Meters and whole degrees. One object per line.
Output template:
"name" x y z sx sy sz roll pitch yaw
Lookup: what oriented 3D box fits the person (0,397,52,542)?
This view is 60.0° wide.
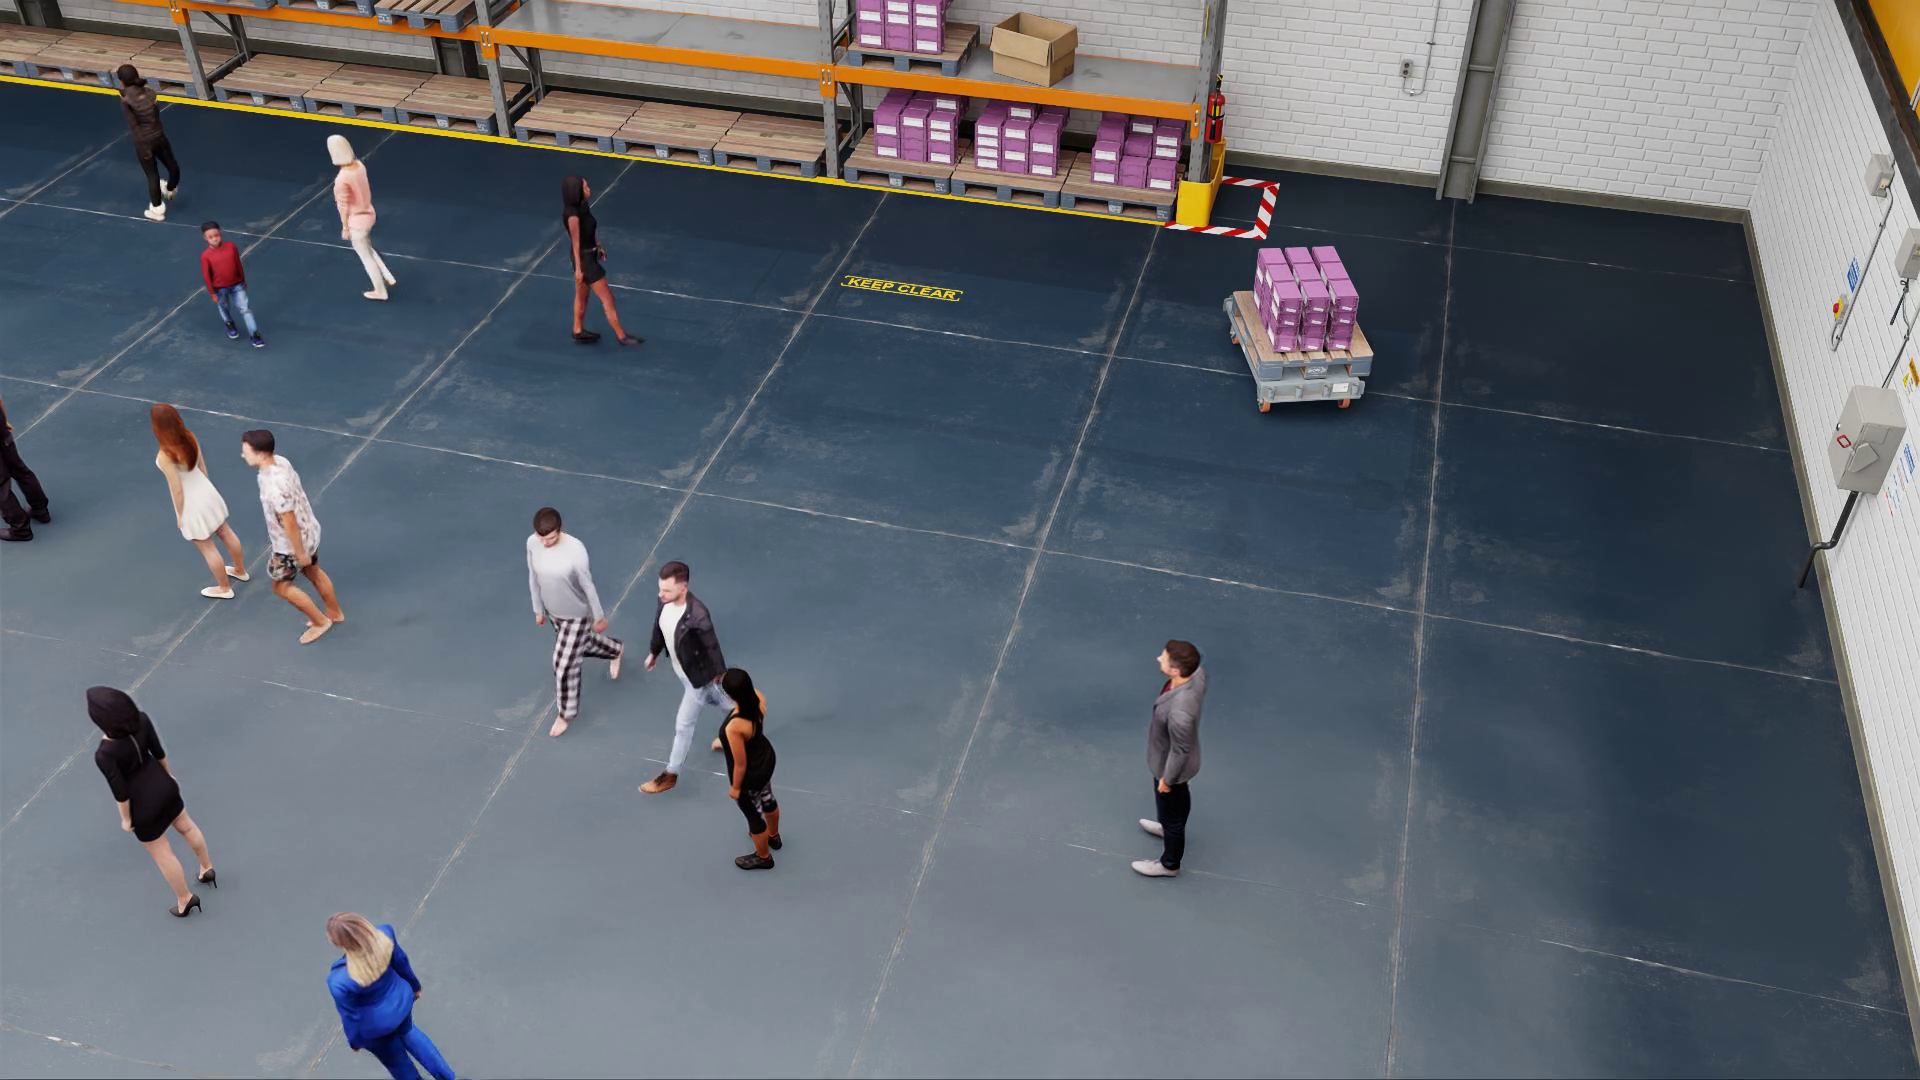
"person" -7.588 -0.810 12.964 0.558 1.848 0.635 11 40 13

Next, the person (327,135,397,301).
"person" -5.649 -3.043 15.866 0.634 1.716 0.630 5 39 7

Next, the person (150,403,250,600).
"person" -5.707 -0.298 12.432 0.526 1.712 0.552 11 40 13

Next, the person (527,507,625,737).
"person" -2.649 0.423 11.459 1.125 1.800 0.880 17 42 20

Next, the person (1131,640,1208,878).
"person" 1.324 1.336 10.257 0.586 1.873 0.672 11 40 13

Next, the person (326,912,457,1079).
"person" -2.988 2.575 8.858 0.717 1.682 0.675 19 42 22

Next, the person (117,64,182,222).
"person" -8.511 -4.170 17.323 0.673 1.659 0.784 10 40 12

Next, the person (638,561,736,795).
"person" -1.684 0.802 10.984 1.153 1.801 1.189 -26 46 -29

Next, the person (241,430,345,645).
"person" -4.745 -0.061 12.063 0.805 1.802 0.790 -8 39 -10

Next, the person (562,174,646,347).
"person" -3.511 -2.520 15.211 1.016 1.716 0.784 -1 39 -1

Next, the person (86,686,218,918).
"person" -4.871 1.574 10.015 0.488 1.803 0.580 11 40 13

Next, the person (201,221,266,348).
"person" -6.838 -2.403 15.454 0.823 1.230 0.937 -25 45 -28

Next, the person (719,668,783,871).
"person" -1.293 1.405 10.335 0.503 1.668 0.572 11 40 13
